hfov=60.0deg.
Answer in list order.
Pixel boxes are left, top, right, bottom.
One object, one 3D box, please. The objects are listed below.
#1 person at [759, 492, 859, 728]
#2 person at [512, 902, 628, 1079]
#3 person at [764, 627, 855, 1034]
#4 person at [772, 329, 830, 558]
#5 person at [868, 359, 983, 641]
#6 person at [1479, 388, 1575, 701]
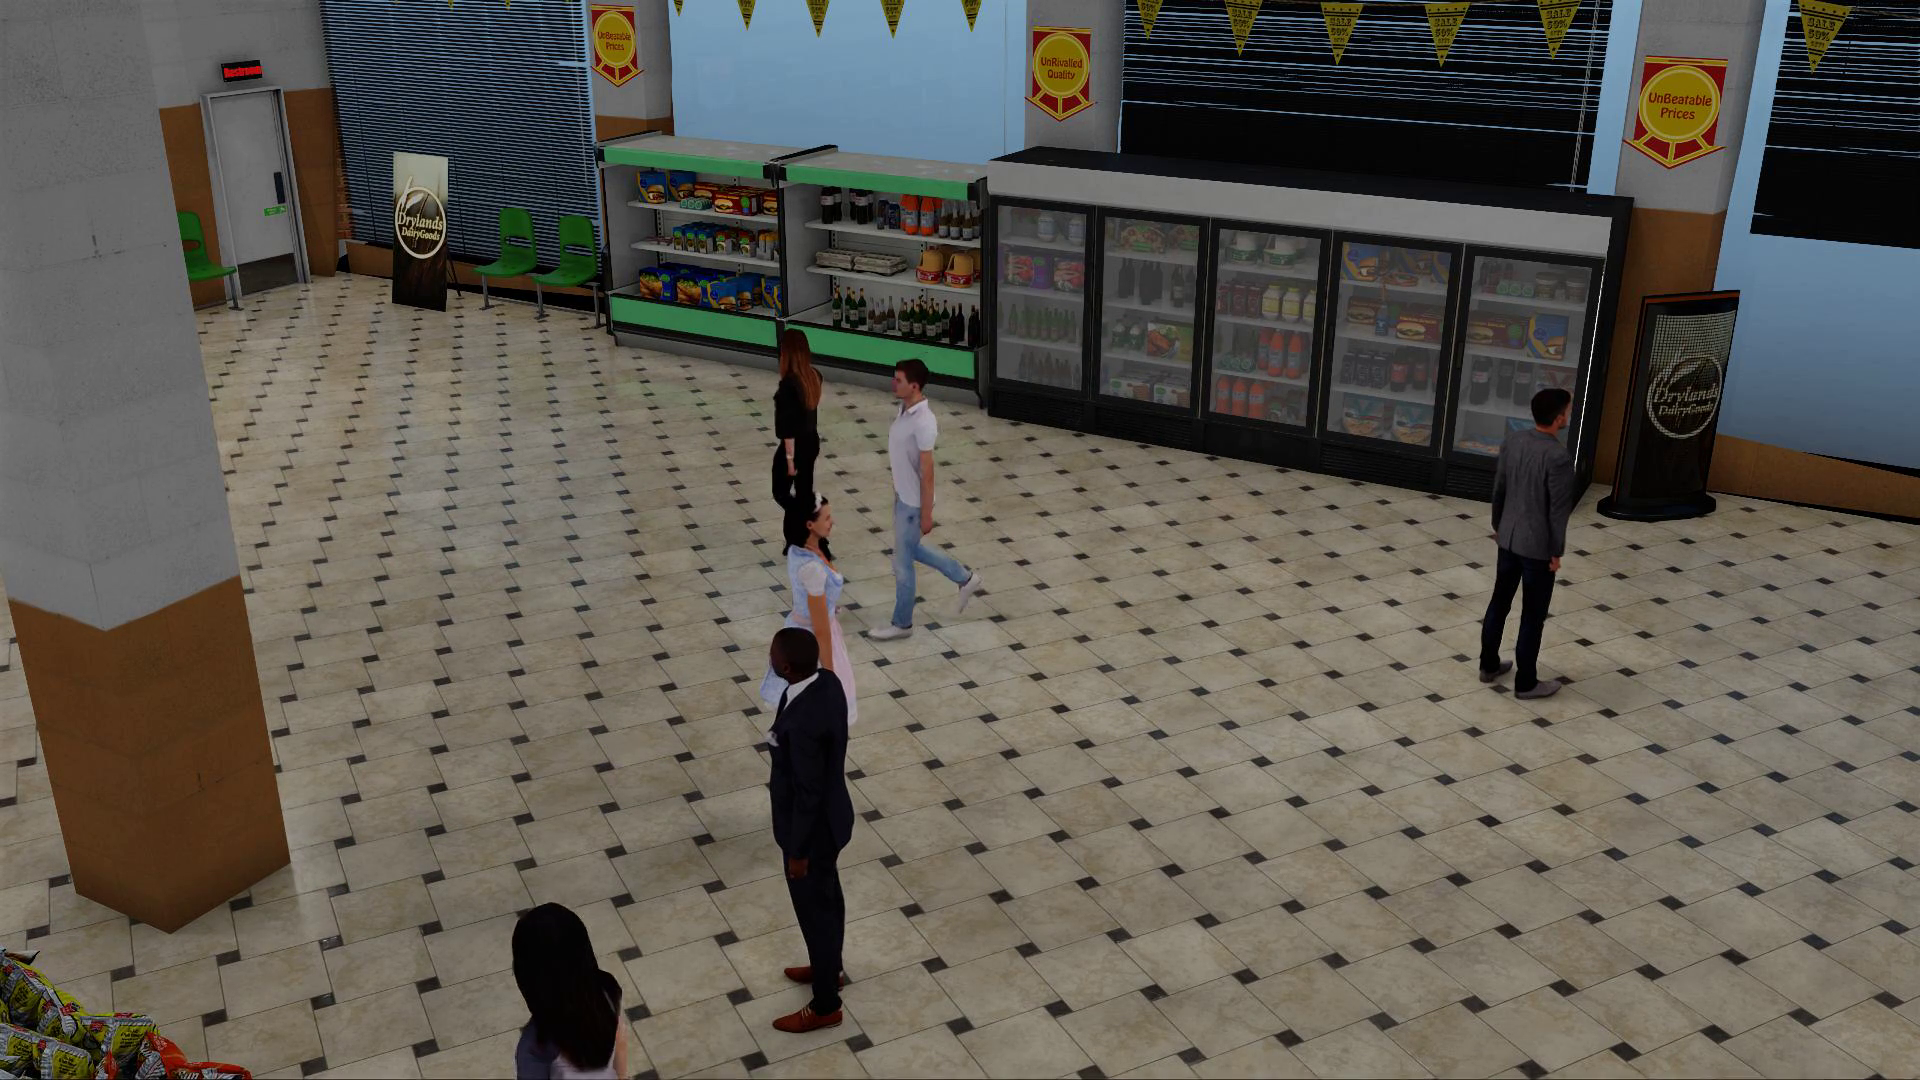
[{"bbox_3d":[-0.742,0.618,8.339,0.919,1.815,0.858,-6,23,-15],"label":"person"},{"bbox_3d":[-1.147,1.912,5.278,0.716,1.696,0.670,8,23,18],"label":"person"},{"bbox_3d":[-0.617,1.186,6.914,0.756,1.824,0.777,2,22,4],"label":"person"},{"bbox_3d":[-1.049,-0.620,11.571,0.695,1.702,0.620,13,25,30],"label":"person"},{"bbox_3d":[-0.212,-0.254,10.484,1.113,1.834,1.033,-5,22,-12],"label":"person"},{"bbox_3d":[3.346,0.010,9.775,0.834,1.871,0.718,-12,25,-27],"label":"person"}]
